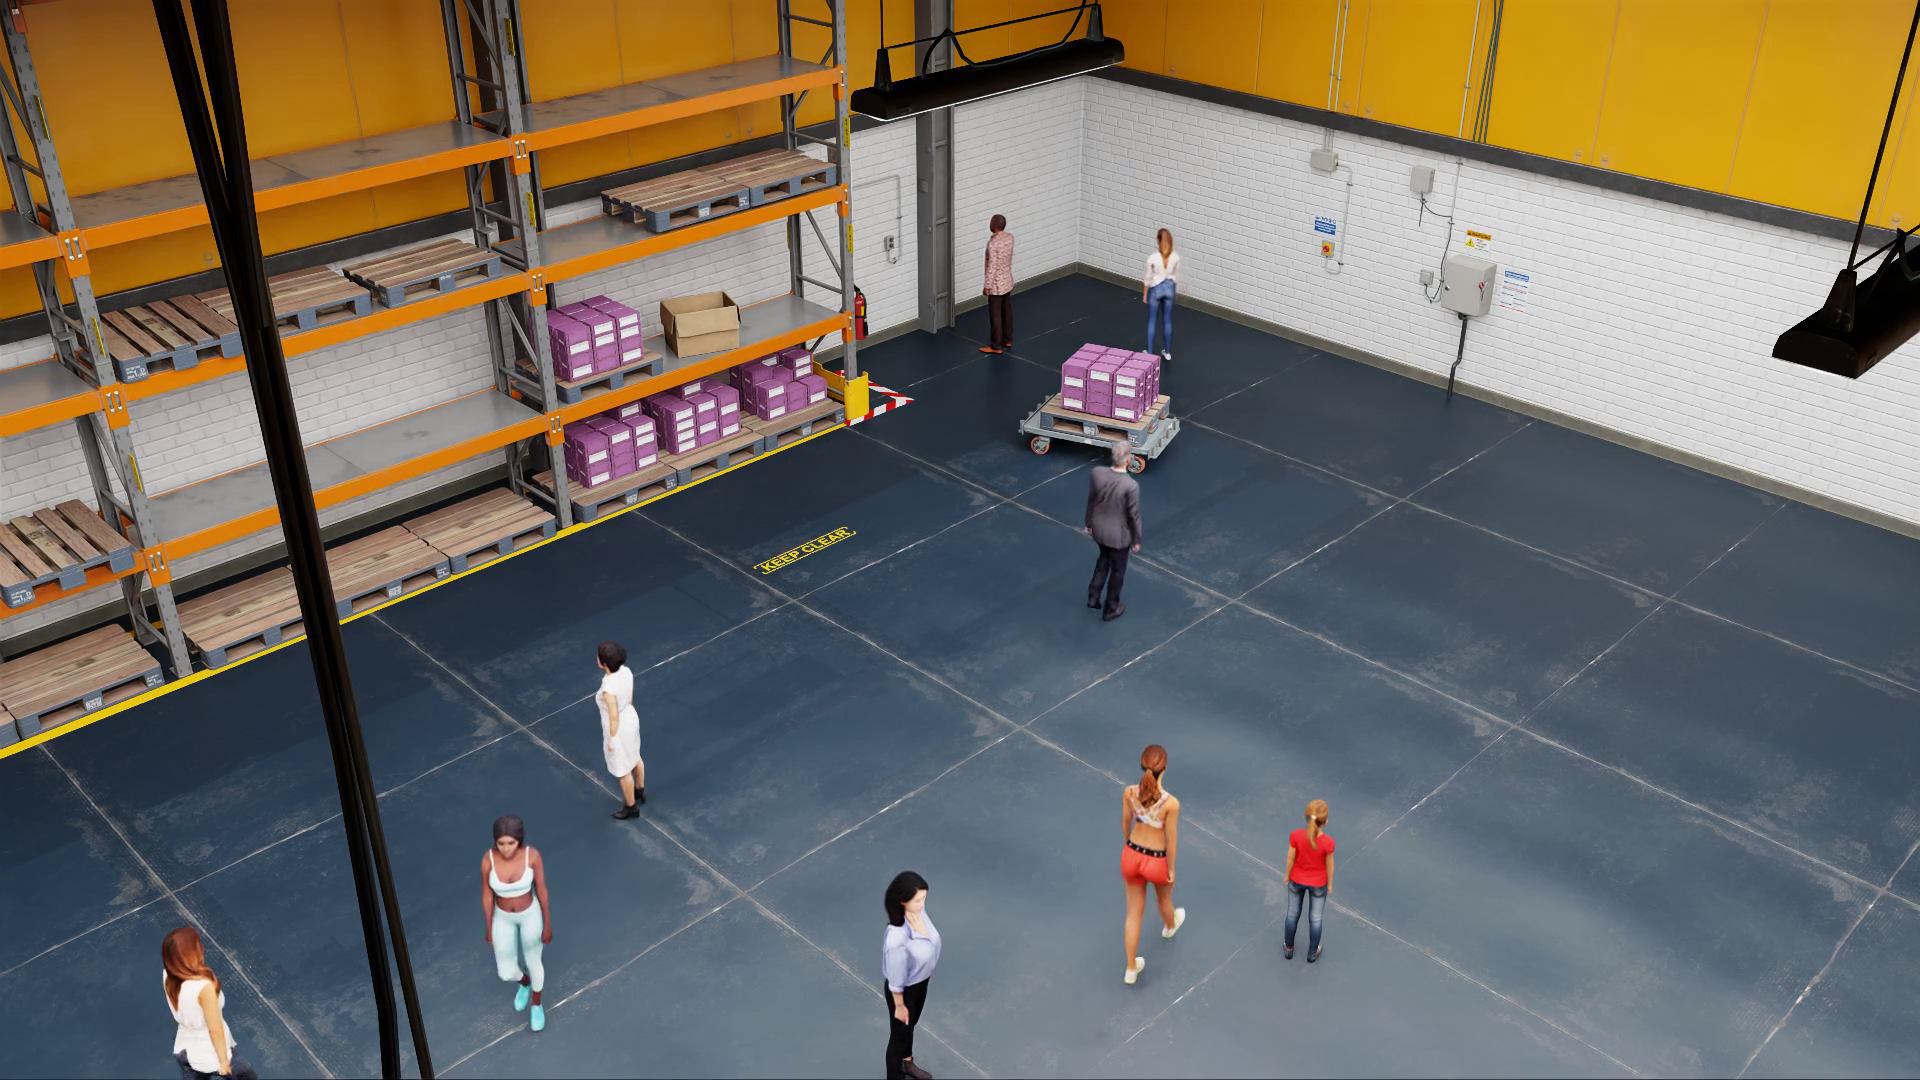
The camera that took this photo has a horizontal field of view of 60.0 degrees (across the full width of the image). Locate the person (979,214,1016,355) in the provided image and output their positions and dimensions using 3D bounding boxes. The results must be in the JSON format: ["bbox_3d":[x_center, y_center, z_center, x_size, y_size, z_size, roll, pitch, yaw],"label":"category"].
[{"bbox_3d":[0.505,-3.277,21.214,0.782,1.808,0.597,18,33,29],"label":"person"}]

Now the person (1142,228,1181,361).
[{"bbox_3d":[2.555,-3.094,20.968,0.659,1.723,0.757,-6,29,-11],"label":"person"}]

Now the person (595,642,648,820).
[{"bbox_3d":[-2.609,1.455,12.804,0.704,1.555,0.613,6,29,10],"label":"person"}]

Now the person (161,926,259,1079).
[{"bbox_3d":[-4.472,3.044,9.695,0.829,1.742,1.162,14,32,24],"label":"person"}]

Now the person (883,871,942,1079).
[{"bbox_3d":[-0.327,2.747,10.235,0.788,1.746,0.652,9,30,17],"label":"person"}]

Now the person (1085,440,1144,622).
[{"bbox_3d":[1.363,-0.059,15.290,0.759,1.831,0.669,23,36,36],"label":"person"}]

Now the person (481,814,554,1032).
[{"bbox_3d":[-2.866,2.435,10.841,0.717,1.714,0.786,-4,29,-8],"label":"person"}]

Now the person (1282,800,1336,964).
[{"bbox_3d":[2.394,2.346,11.429,0.566,1.307,0.602,10,30,17],"label":"person"}]

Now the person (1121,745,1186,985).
[{"bbox_3d":[1.221,2.226,11.175,0.806,1.760,1.085,14,31,23],"label":"person"}]
